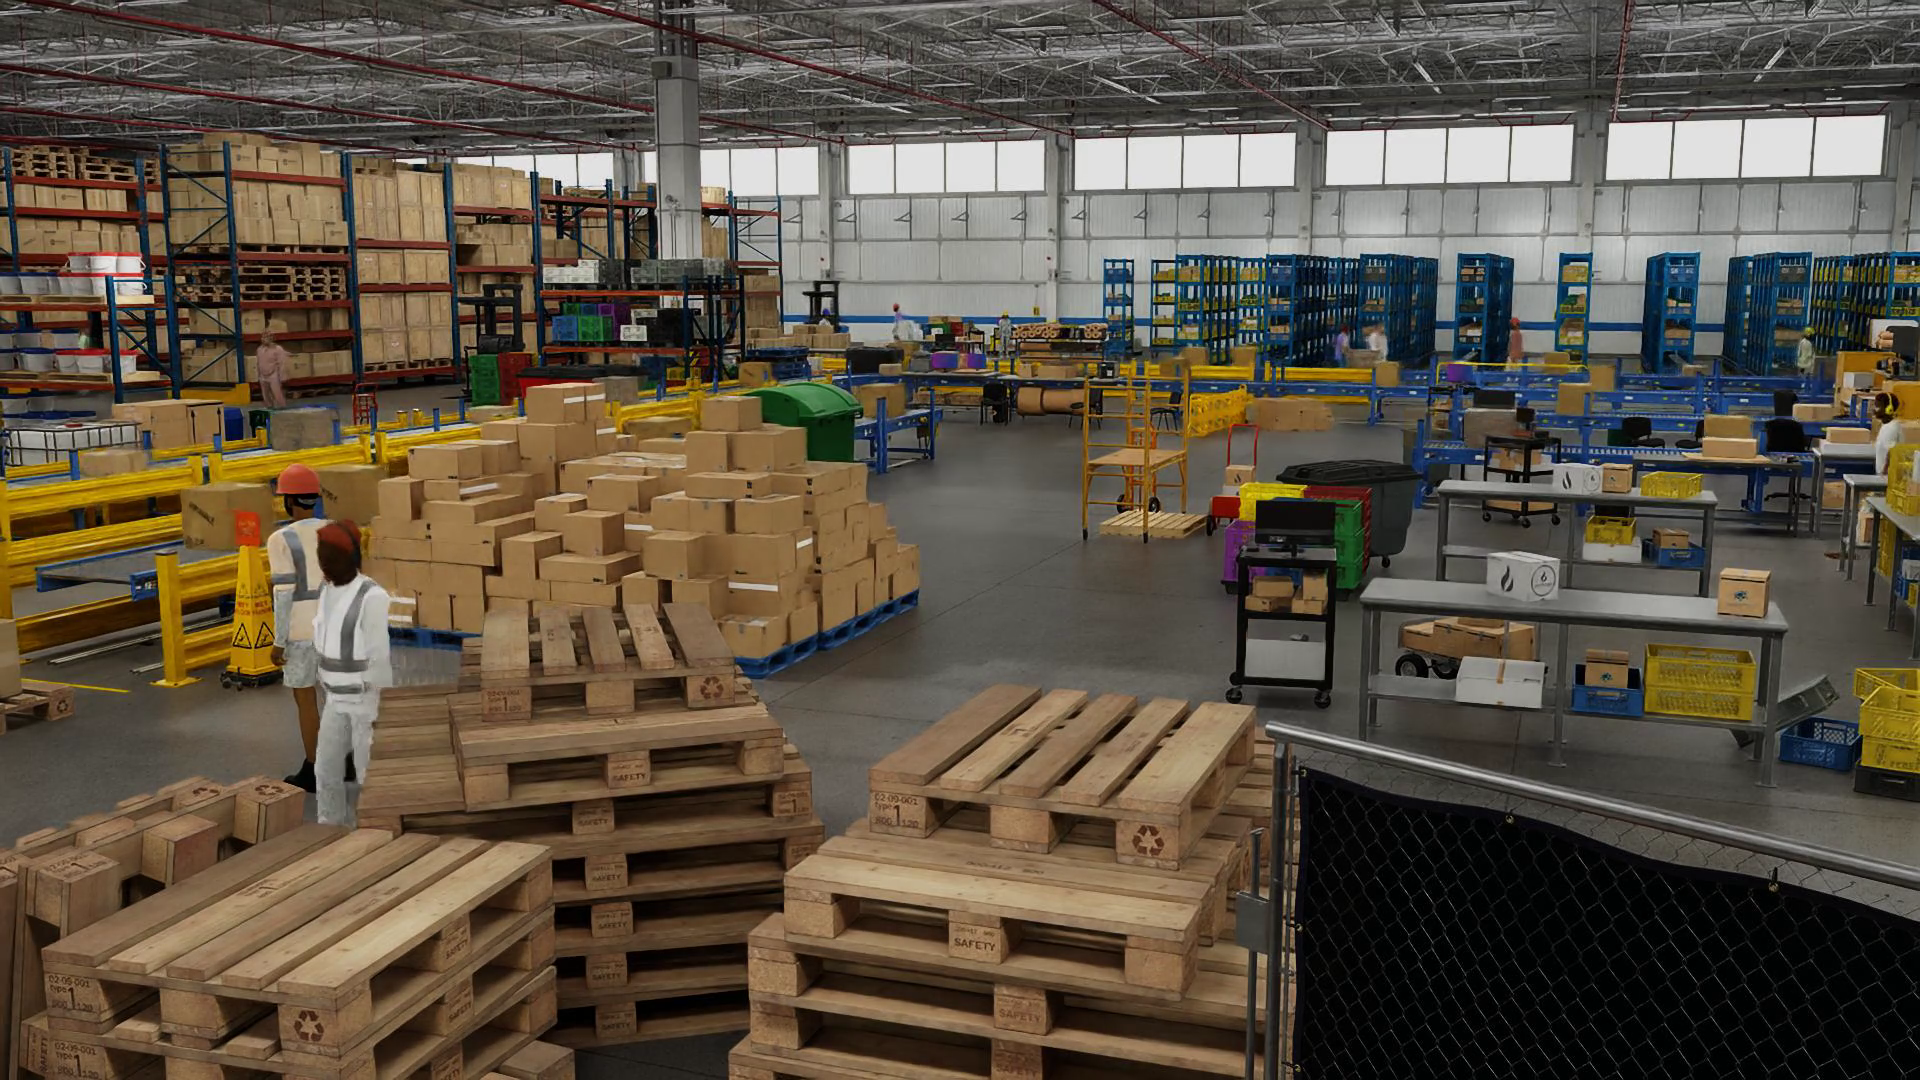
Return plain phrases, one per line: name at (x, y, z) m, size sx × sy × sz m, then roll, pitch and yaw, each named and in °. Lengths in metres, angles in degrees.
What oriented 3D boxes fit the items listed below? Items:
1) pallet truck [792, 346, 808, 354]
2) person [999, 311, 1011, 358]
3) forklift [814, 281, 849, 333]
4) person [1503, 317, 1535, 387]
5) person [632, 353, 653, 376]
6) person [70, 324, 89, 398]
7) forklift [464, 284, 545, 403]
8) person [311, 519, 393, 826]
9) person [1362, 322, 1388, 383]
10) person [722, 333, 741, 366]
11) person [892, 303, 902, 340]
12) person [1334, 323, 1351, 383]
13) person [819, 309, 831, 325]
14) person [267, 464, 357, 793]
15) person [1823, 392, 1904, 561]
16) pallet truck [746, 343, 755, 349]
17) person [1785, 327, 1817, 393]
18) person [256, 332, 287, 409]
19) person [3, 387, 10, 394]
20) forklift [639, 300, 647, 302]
pallet truck at (-3.705, -4.298, 42.022) m, size 0.653 × 1.274 × 1.630 m, roll 3°, pitch 10°, yaw 20°
person at (1.659, -7.532, 60.983) m, size 0.485 × 1.735 × 0.345 m, roll -4°, pitch 10°, yaw -24°
forklift at (-5.034, -8.459, 63.203) m, size 1.129 × 2.768 × 1.873 m, roll 3°, pitch 10°, yaw 20°
person at (14.194, -4.687, 42.367) m, size 0.897 × 1.969 × 0.623 m, roll 7°, pitch 11°, yaw 38°
person at (-8.319, -4.806, 43.583) m, size 0.609 × 1.819 × 0.474 m, roll 2°, pitch 9°, yaw 15°
person at (-21.781, -4.412, 41.080) m, size 0.589 × 1.826 × 0.524 m, roll 2°, pitch 9°, yaw 15°
forklift at (-10.832, -4.702, 39.610) m, size 1.129 × 2.768 × 1.873 m, roll 3°, pitch 10°, yaw 20°
person at (-2.979, 0.785, 8.416) m, size 0.625 × 1.858 × 0.791 m, roll 8°, pitch 12°, yaw 43°
person at (10.526, -4.583, 42.015) m, size 0.635 × 1.876 × 0.839 m, roll -6°, pitch 11°, yaw -33°
person at (-5.583, -4.224, 40.457) m, size 0.584 × 1.634 × 0.884 m, roll -8°, pitch 12°, yaw -40°
person at (-2.497, -8.394, 65.810) m, size 0.690 × 1.908 × 0.554 m, roll 2°, pitch 9°, yaw 10°
person at (9.728, -4.598, 42.271) m, size 0.624 × 1.824 × 0.583 m, roll 0°, pitch 9°, yaw -3°
person at (-4.311, -6.421, 53.327) m, size 0.385 × 1.948 × 0.605 m, roll 2°, pitch 9°, yaw 14°
person at (-3.841, 0.515, 9.806) m, size 0.370 × 1.935 × 0.552 m, roll 5°, pitch 10°, yaw 28°
person at (9.731, -0.633, 17.414) m, size 0.999 × 1.821 × 0.537 m, roll 3°, pitch 10°, yaw 19°
pallet truck at (-6.183, -4.618, 44.264) m, size 1.601 × 1.201 × 0.680 m, roll -9°, pitch 12°, yaw -43°
person at (20.400, -4.267, 40.258) m, size 0.864 × 1.804 × 0.595 m, roll 3°, pitch 10°, yaw 19°
person at (-14.083, -3.305, 34.015) m, size 0.706 × 1.890 × 0.432 m, roll 3°, pitch 10°, yaw 18°
person at (-20.620, -3.469, 35.838) m, size 0.390 × 1.614 × 0.511 m, roll 2°, pitch 9°, yaw 14°
forklift at (-9.169, -6.362, 50.037) m, size 1.129 × 2.768 × 1.873 m, roll 3°, pitch 9°, yaw 17°
